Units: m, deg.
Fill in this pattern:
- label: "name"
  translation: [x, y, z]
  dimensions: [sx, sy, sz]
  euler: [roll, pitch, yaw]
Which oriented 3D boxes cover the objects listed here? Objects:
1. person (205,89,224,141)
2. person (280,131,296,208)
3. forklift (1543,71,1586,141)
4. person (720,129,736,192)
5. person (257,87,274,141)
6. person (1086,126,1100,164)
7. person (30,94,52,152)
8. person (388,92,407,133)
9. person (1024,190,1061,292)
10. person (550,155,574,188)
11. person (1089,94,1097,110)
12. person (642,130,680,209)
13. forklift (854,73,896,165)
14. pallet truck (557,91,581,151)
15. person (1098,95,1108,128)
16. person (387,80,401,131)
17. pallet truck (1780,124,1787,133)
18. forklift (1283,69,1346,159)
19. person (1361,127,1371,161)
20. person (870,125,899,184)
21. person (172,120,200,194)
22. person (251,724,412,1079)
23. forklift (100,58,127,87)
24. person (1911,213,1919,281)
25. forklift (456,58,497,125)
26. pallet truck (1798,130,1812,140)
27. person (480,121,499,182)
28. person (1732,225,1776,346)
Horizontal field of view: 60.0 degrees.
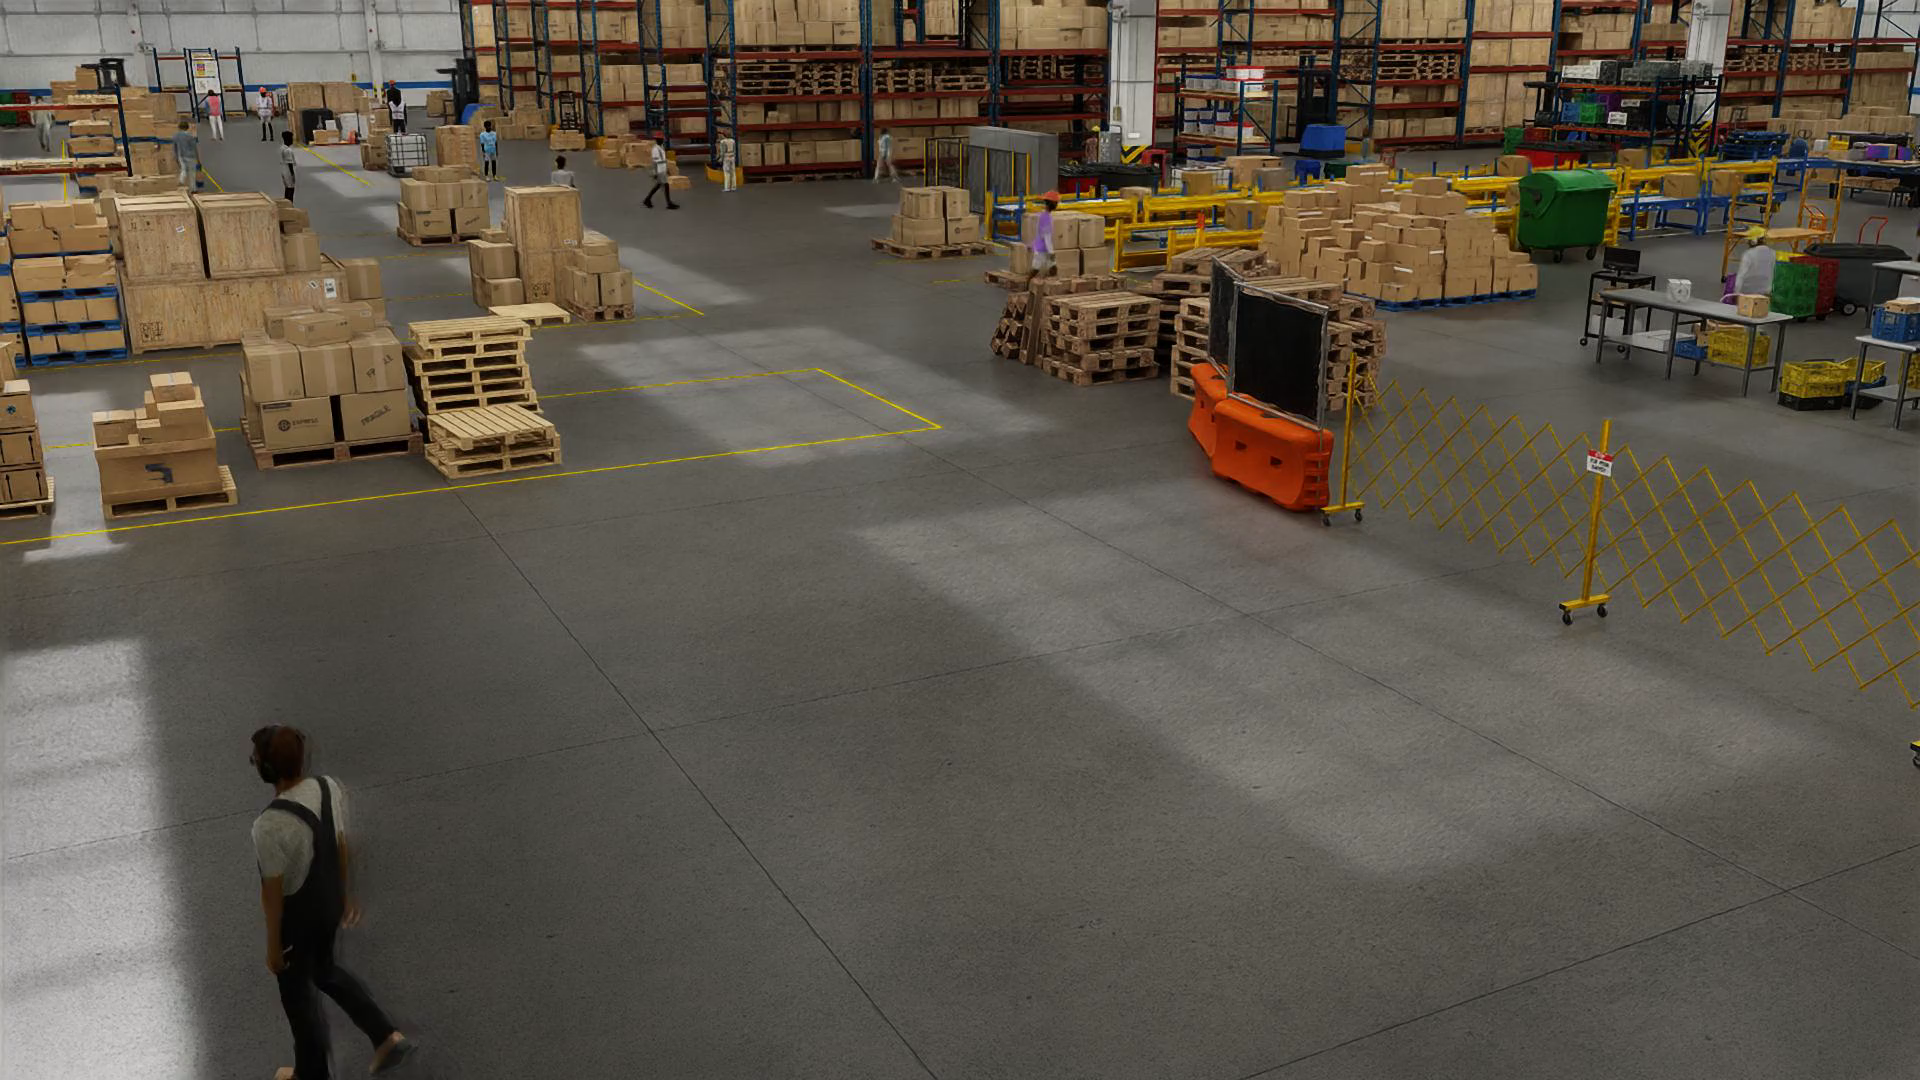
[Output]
- label: "person"
  translation: [-27.594, -15.720, 61.518]
  dimensions: [0.429, 1.844, 0.625]
  euler: [15, 23, 38]
- label: "person"
  translation: [-15.934, -8.716, 39.509]
  dimensions: [0.382, 1.955, 0.606]
  euler: [-12, 21, -32]
- label: "forklift"
  translation: [18.685, -13.231, 52.085]
  dimensions: [1.873, 2.768, 1.129]
  euler: [-9, 20, -26]
- label: "person"
  translation: [-6.191, -10.132, 44.421]
  dimensions: [0.306, 1.640, 0.522]
  euler: [14, 23, 37]
- label: "person"
  translation: [-25.579, -15.676, 61.220]
  dimensions: [0.545, 1.942, 0.354]
  euler: [-2, 18, -5]
- label: "person"
  translation: [3.548, -9.989, 43.773]
  dimensions: [0.533, 1.767, 0.326]
  euler: [15, 23, 39]
- label: "person"
  translation: [-31.361, -14.248, 56.811]
  dimensions: [0.636, 1.915, 0.644]
  euler: [-10, 20, -29]
- label: "person"
  translation: [-19.687, -14.720, 58.294]
  dimensions: [0.593, 1.910, 0.383]
  euler: [-6, 19, -17]
- label: "person"
  translation: [1.458, -4.781, 27.330]
  dimensions: [0.980, 1.879, 0.589]
  euler: [3, 18, 11]
- label: "person"
  translation: [-8.191, -7.000, 34.347]
  dimensions: [0.515, 1.840, 0.830]
  euler: [-7, 19, -22]
- label: "person"
  translation: [5.066, -16.475, 63.769]
  dimensions: [0.402, 1.904, 0.651]
  euler: [-2, 18, -5]
- label: "person"
  translation: [-7.360, -9.029, 40.555]
  dimensions: [0.926, 1.909, 0.542]
  euler: [1, 18, 4]
- label: "forklift"
  translation: [-2.284, -13.092, 51.651]
  dimensions: [1.873, 2.768, 1.129]
  euler: [-9, 20, -26]
- label: "pallet truck"
  translation: [-13.495, -14.412, 57.188]
  dimensions: [0.823, 1.965, 1.885]
  euler: [-3, 18, -9]
- label: "person"
  translation: [5.458, -15.789, 61.429]
  dimensions: [0.636, 2.024, 0.686]
  euler: [-3, 18, -10]
- label: "person"
  translation: [-22.447, -17.239, 66.005]
  dimensions: [0.383, 1.993, 0.622]
  euler: [15, 23, 38]
- label: "pallet truck"
  translation: [25.206, -12.542, 52.601]
  dimensions: [1.601, 1.201, 0.680]
  euler: [0, 18, -2]
- label: "forklift"
  translation: [11.615, -13.871, 54.079]
  dimensions: [1.129, 2.768, 1.873]
  euler: [-9, 20, -27]
- label: "person"
  translation: [11.116, -10.452, 45.451]
  dimensions: [0.572, 1.615, 0.514]
  euler: [7, 19, 21]
- label: "person"
  translation: [-2.086, -10.791, 46.543]
  dimensions: [0.845, 1.599, 0.528]
  euler: [-10, 20, -28]
- label: "person"
  translation: [-20.304, -10.012, 43.593]
  dimensions: [0.639, 1.924, 0.547]
  euler: [1, 18, 4]
- label: "person"
  translation: [-2.846, 1.664, 7.351]
  dimensions: [0.568, 1.830, 0.507]
  euler: [5, 18, 15]
- label: "forklift"
  translation: [-33.134, -17.500, 65.392]
  dimensions: [1.129, 2.768, 1.873]
  euler: [7, 19, 21]
- label: "person"
  translation: [17.515, -5.626, 29.807]
  dimensions: [0.644, 2.009, 0.537]
  euler: [7, 19, 20]
- label: "forklift"
  translation: [-19.308, -17.522, 65.460]
  dimensions: [1.873, 2.768, 1.129]
  euler: [6, 19, 17]
- label: "pallet truck"
  translation: [25.526, -11.556, 49.408]
  dimensions: [1.630, 1.274, 0.653]
  euler: [-9, 20, -26]
- label: "person"
  translation: [-13.288, -10.979, 46.983]
  dimensions: [0.322, 1.689, 0.530]
  euler: [15, 23, 39]
- label: "person"
  translation: [11.331, -3.553, 23.652]
  dimensions: [0.634, 1.797, 0.613]
  euler: [-8, 20, -24]
